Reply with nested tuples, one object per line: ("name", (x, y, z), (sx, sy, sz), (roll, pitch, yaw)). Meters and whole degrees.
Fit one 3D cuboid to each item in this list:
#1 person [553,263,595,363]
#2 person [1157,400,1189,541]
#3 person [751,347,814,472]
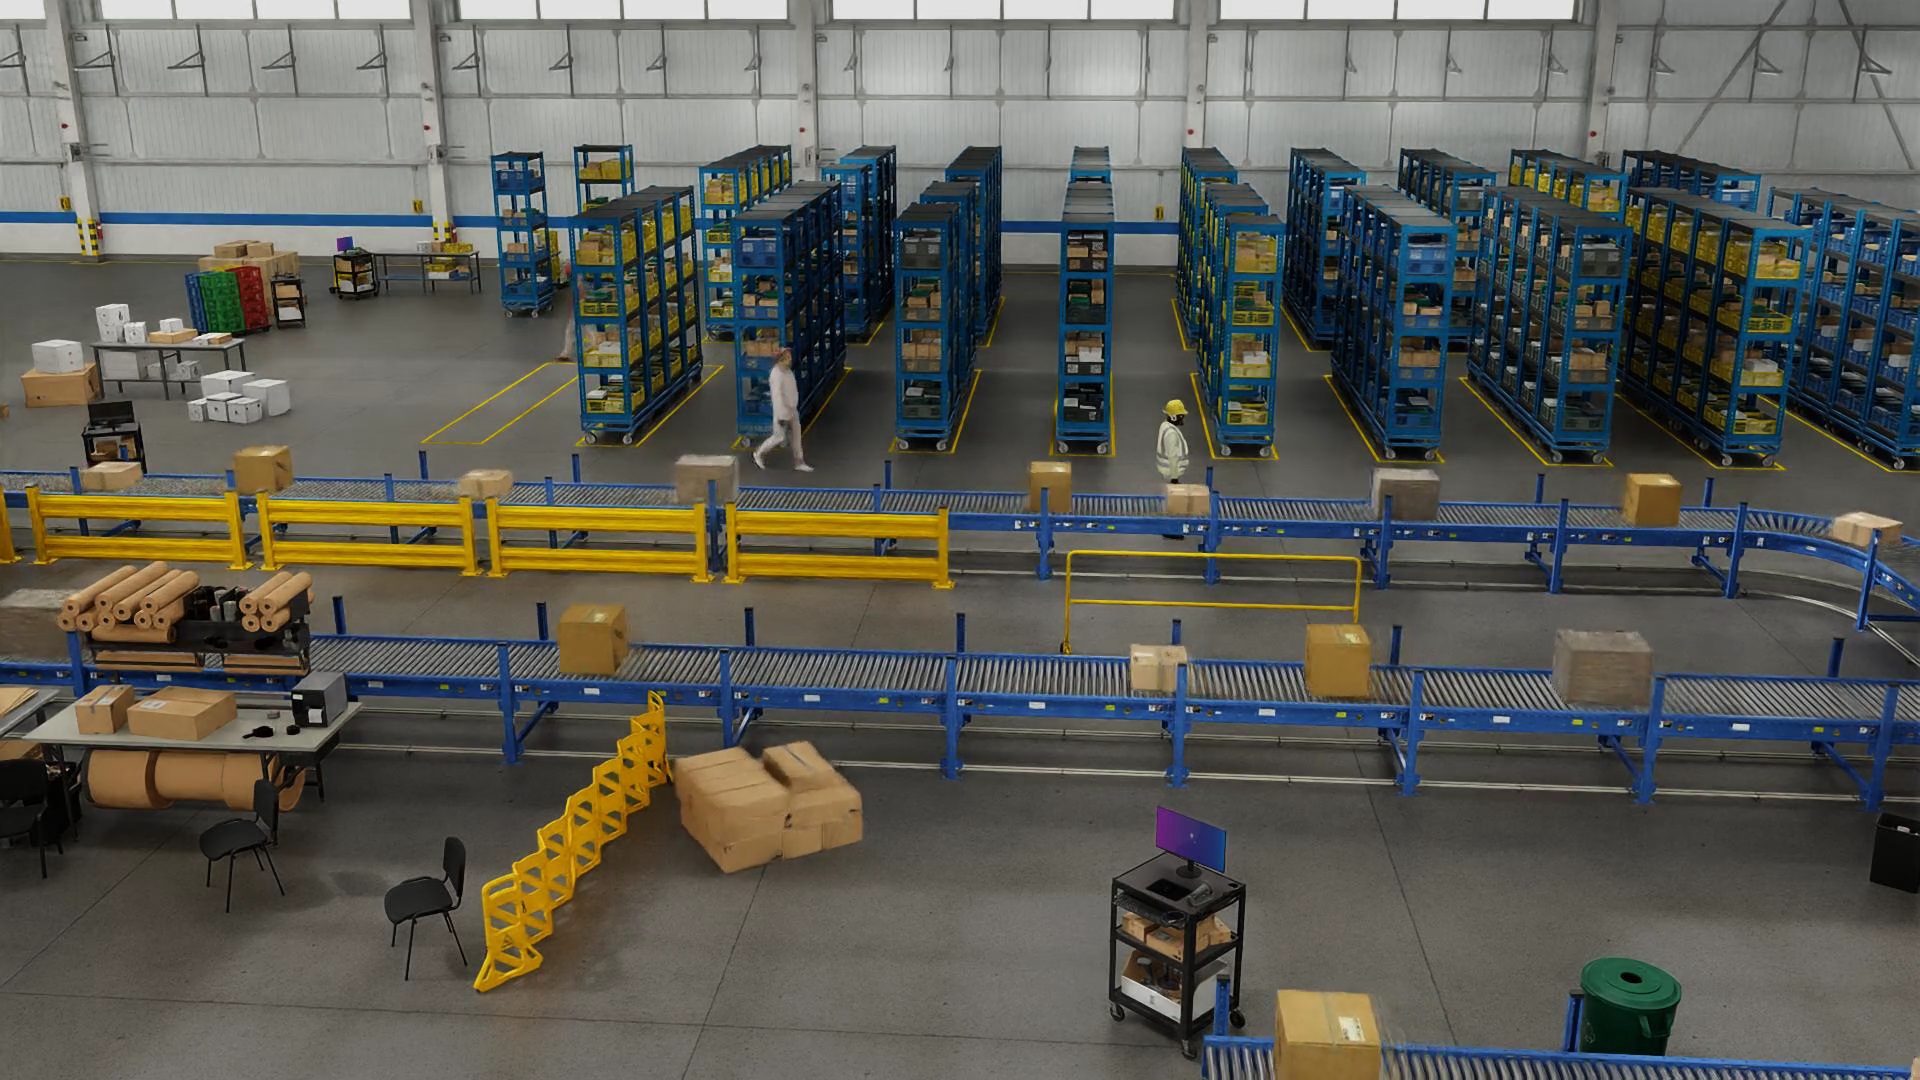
("person", (-7.436, -4.449, 32.506), (1.046, 1.948, 0.634), (-4, 18, -13))
("person", (2.742, -0.913, 21.458), (0.404, 1.832, 0.600), (-1, 18, -2))
("person", (-2.644, -1.924, 24.592), (0.863, 1.881, 0.647), (5, 18, 17))
